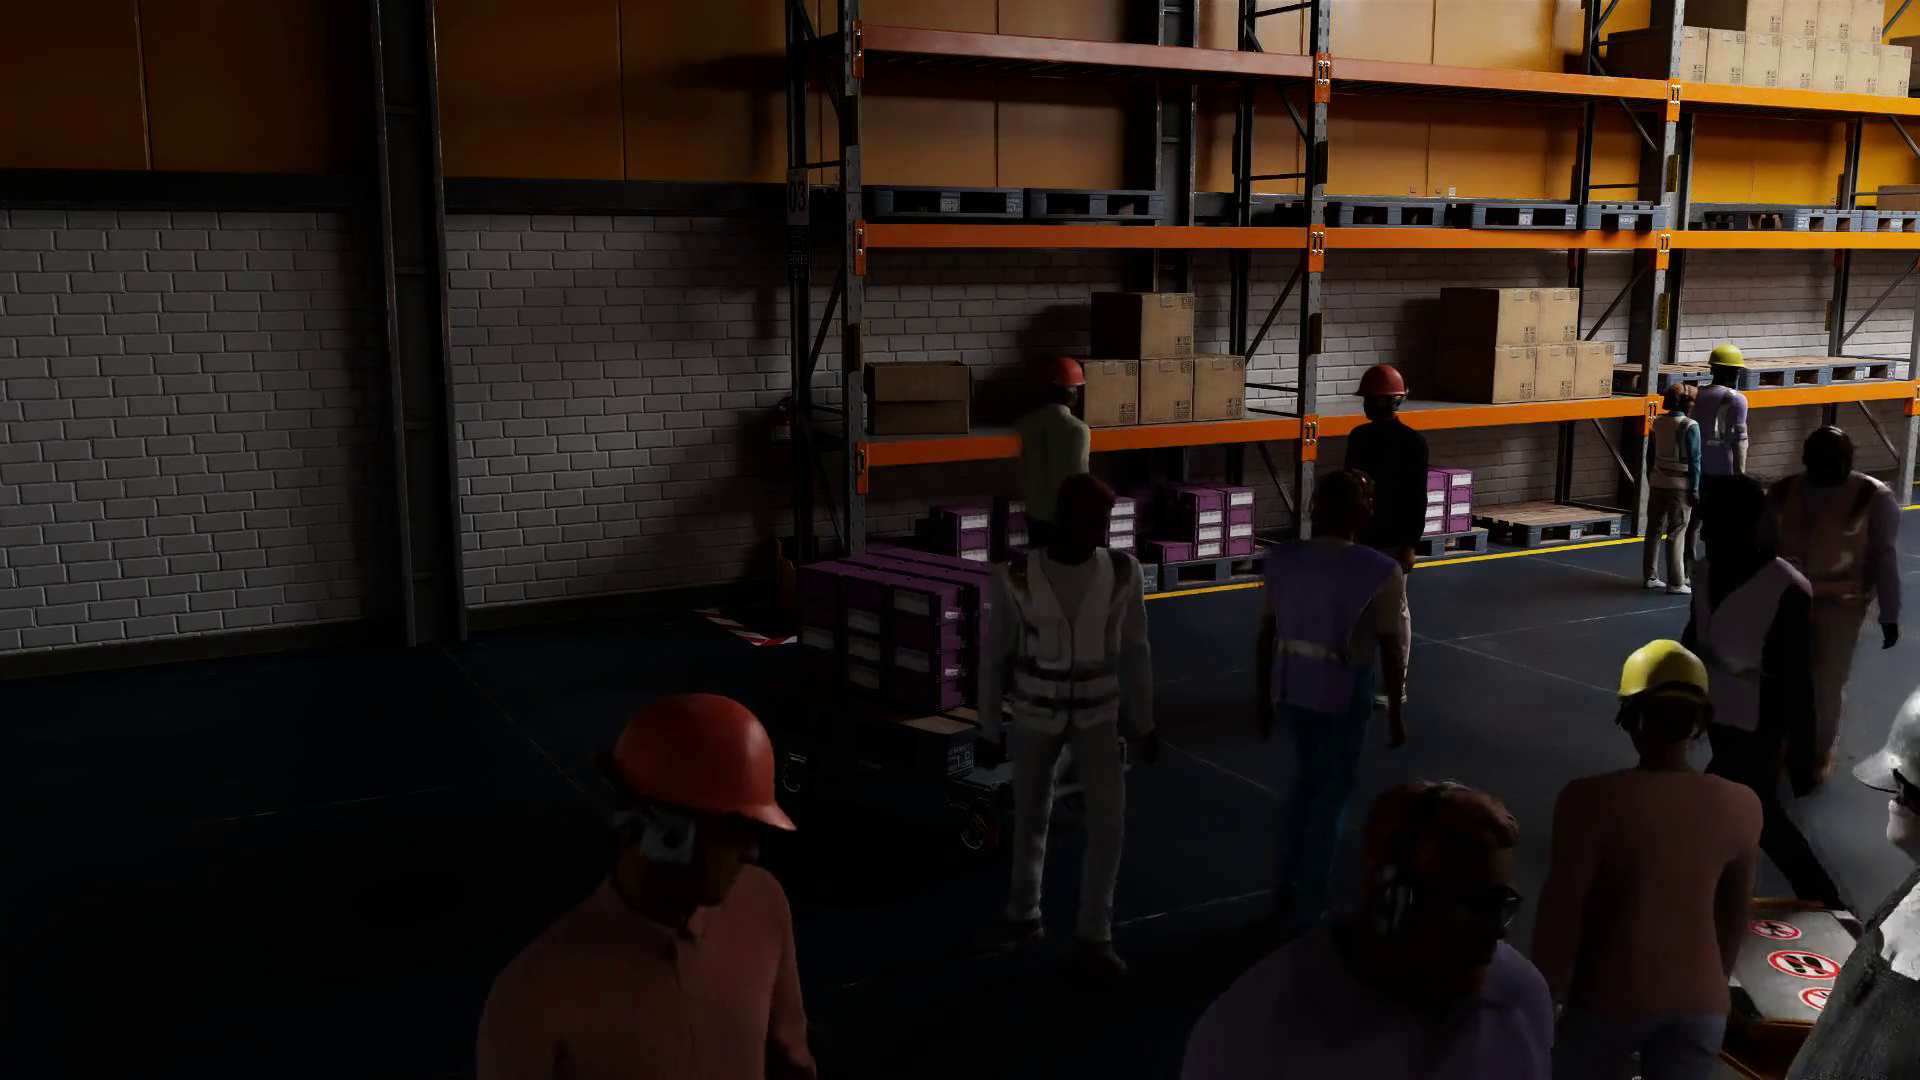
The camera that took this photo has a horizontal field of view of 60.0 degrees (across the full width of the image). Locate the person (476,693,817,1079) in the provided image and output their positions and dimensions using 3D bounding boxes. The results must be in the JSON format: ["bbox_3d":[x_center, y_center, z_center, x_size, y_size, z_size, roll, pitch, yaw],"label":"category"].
[{"bbox_3d":[-0.521,1.207,2.719,0.489,1.965,0.647,8,13,40],"label":"person"}]

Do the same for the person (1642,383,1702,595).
[{"bbox_3d":[5.523,-0.398,12.895,0.311,1.639,0.512,-4,11,-20],"label":"person"}]

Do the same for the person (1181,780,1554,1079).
[{"bbox_3d":[0.613,1.271,2.584,0.690,1.885,0.480,-3,10,-16],"label":"person"}]

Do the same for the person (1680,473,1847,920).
[{"bbox_3d":[2.905,0.673,6.107,1.032,1.864,0.606,-1,10,-5],"label":"person"}]

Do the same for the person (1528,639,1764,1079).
[{"bbox_3d":[1.626,1.106,4.016,0.594,1.707,0.784,-1,10,-4],"label":"person"}]

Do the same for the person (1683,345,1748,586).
[{"bbox_3d":[5.907,-0.565,13.027,0.375,1.922,0.594,-5,11,-24],"label":"person"}]

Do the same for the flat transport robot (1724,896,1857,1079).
[{"bbox_3d":[2.882,1.524,5.758,0.652,0.197,1.431,2,10,9],"label":"flat transport robot"}]

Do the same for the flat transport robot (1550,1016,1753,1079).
[{"bbox_3d":[1.746,1.654,5.010,1.431,0.197,0.652,-2,10,-12],"label":"flat transport robot"}]

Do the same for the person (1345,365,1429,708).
[{"bbox_3d":[2.440,-0.025,9.719,0.382,1.995,0.612,-6,12,-33],"label":"person"}]

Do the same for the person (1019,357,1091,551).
[{"bbox_3d":[0.559,-0.194,10.756,0.606,1.975,0.813,9,13,43],"label":"person"}]

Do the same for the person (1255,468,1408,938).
[{"bbox_3d":[1.440,0.634,6.413,0.518,1.823,0.560,-10,14,-44],"label":"person"}]

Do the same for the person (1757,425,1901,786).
[{"bbox_3d":[4.228,0.334,8.186,0.482,1.809,0.738,-8,13,-38],"label":"person"}]

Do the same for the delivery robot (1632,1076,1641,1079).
[{"bbox_3d":[1.738,1.604,4.213,0.477,0.478,0.707,-9,13,-42],"label":"delivery robot"}]

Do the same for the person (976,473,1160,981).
[{"bbox_3d":[0.402,0.678,6.073,0.667,1.851,0.601,-1,10,-3],"label":"person"}]
